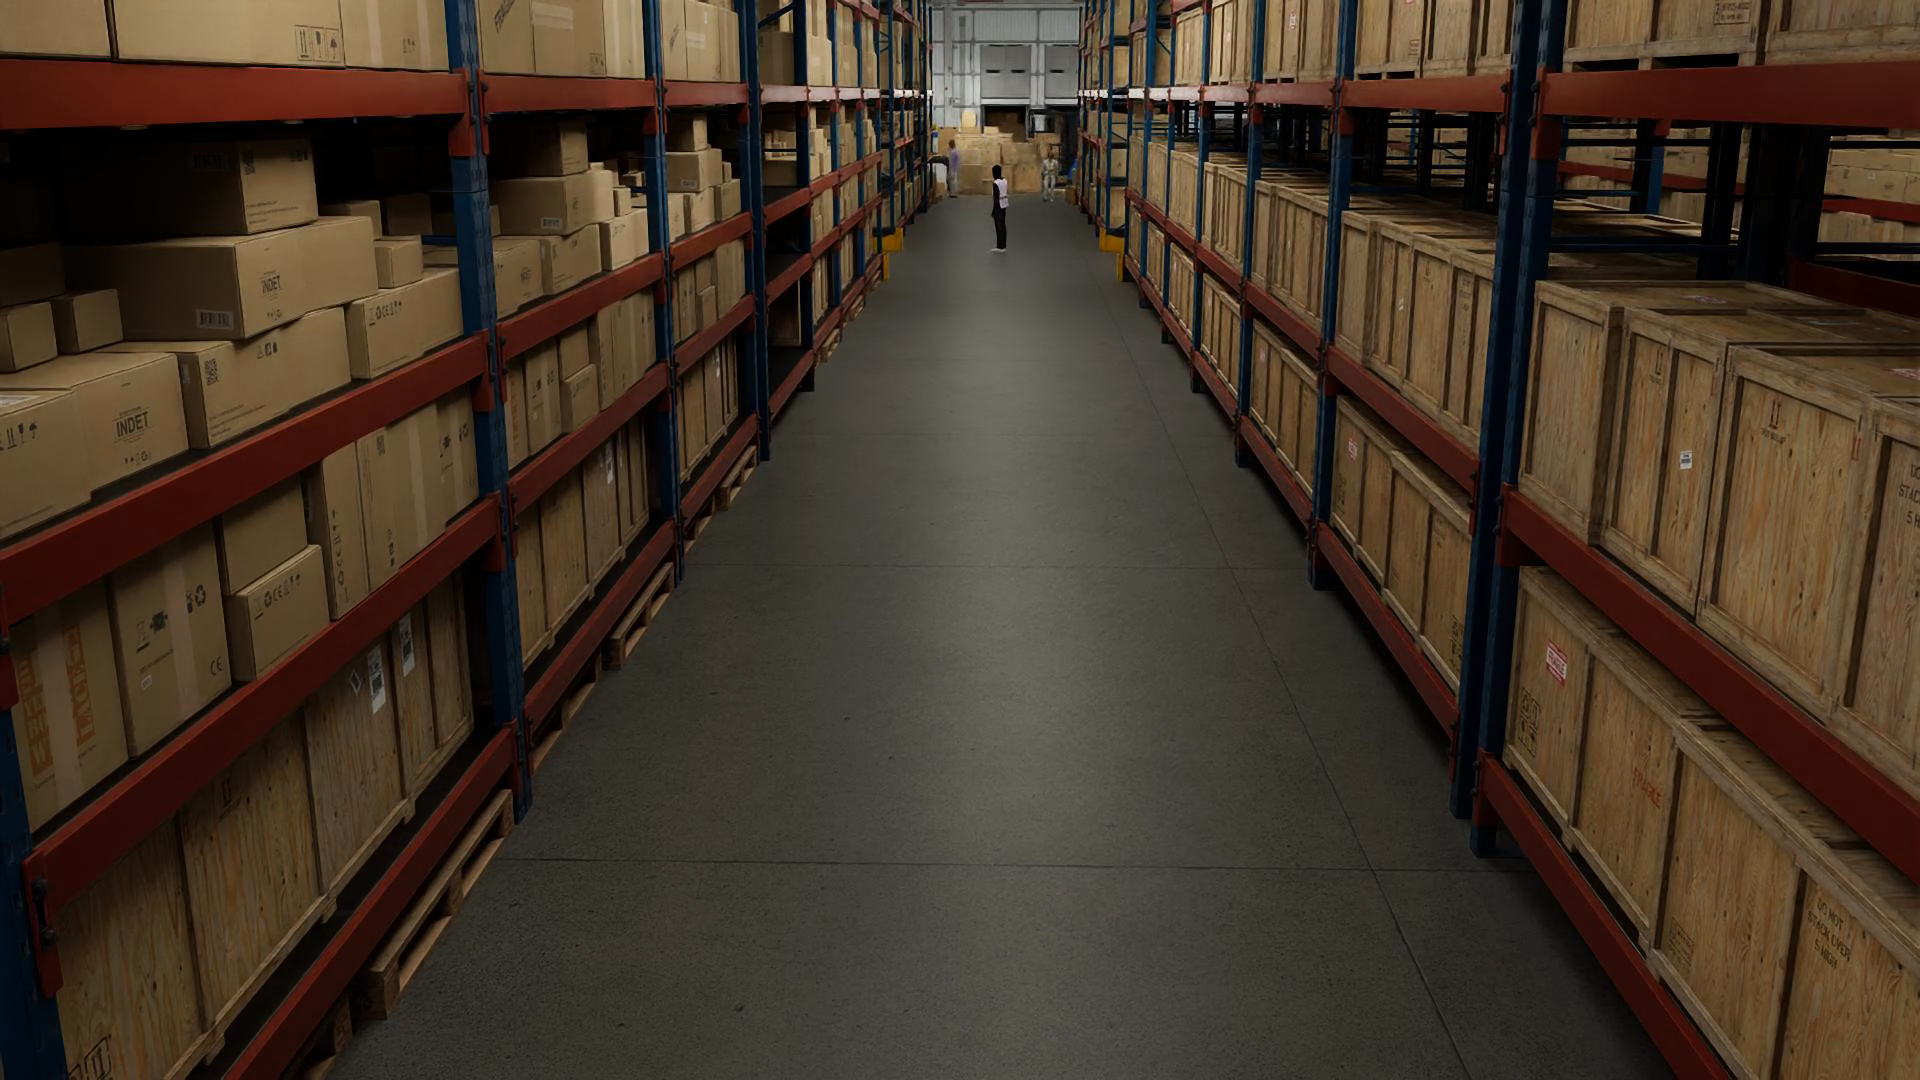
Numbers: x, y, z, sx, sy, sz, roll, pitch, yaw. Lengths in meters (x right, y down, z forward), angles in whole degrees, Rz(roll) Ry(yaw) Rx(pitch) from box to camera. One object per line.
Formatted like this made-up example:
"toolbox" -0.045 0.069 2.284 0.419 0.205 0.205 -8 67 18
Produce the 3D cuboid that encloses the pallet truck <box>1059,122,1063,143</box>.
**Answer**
"pallet truck" 5.788 -21.111 88.014 1.885 1.965 0.823 5 16 18

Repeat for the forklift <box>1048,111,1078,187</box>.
"forklift" 4.375 -14.610 62.149 1.873 2.768 1.129 6 16 21

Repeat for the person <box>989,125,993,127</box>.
"person" 1.554 -19.414 81.809 0.371 1.941 0.627 -1 15 -3

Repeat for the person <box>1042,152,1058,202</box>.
"person" 2.929 -11.835 54.262 0.535 1.585 0.860 3 15 11

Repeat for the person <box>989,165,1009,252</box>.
"person" 0.882 -7.409 37.193 0.391 1.914 0.588 6 16 21

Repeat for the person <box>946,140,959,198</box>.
"person" -0.305 -12.522 56.192 0.545 1.921 0.661 2 15 8

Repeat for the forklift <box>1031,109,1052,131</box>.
"forklift" 3.432 -16.803 70.309 1.129 2.768 1.873 0 15 2
